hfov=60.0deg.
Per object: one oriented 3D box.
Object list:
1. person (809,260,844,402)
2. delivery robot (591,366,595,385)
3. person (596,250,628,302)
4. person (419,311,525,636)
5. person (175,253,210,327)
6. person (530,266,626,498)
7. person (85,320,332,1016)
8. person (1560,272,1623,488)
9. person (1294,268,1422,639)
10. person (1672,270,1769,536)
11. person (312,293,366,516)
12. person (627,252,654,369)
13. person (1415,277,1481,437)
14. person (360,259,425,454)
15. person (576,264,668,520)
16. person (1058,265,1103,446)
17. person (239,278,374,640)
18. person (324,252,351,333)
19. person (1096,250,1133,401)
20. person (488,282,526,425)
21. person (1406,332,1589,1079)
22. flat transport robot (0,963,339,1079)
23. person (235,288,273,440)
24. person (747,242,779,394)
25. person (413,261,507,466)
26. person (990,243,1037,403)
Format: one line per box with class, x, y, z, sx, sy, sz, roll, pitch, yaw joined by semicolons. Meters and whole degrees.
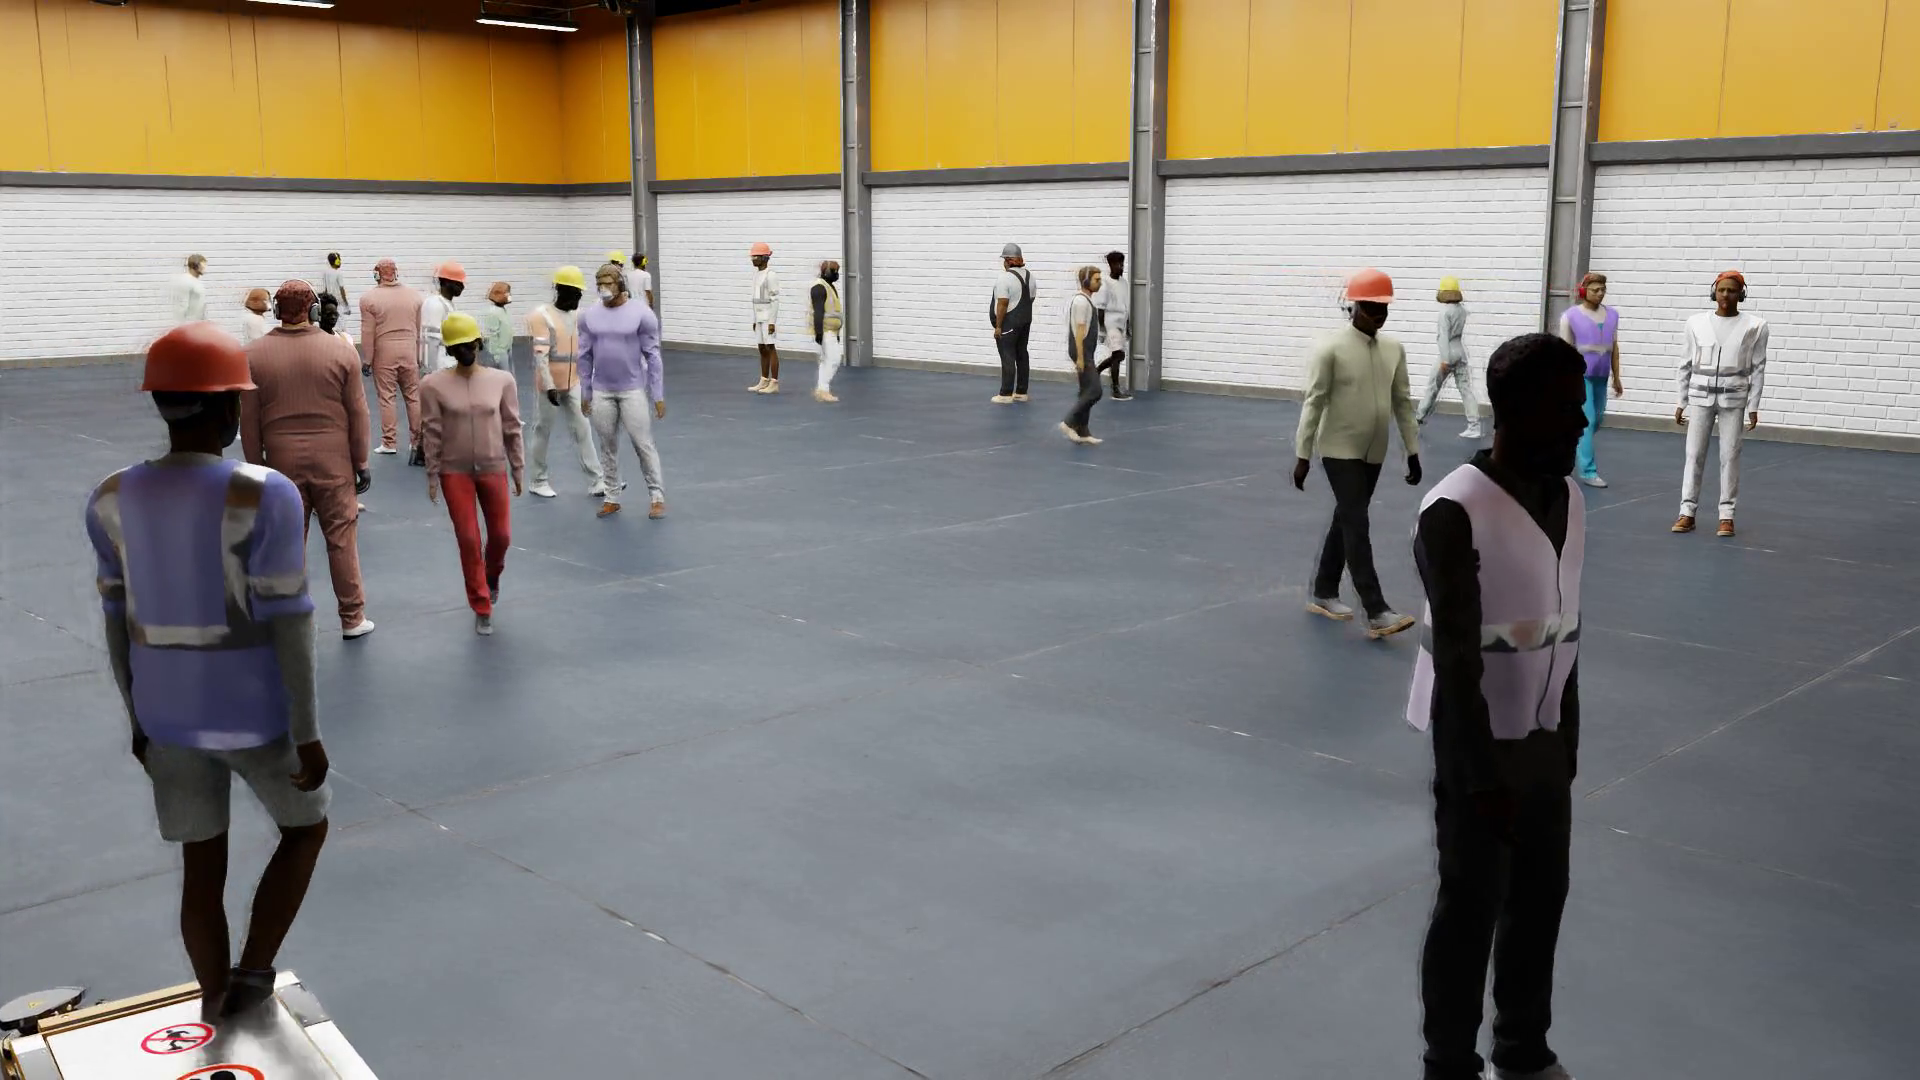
person;-1.673;-2.651;21.197;0.470;1.821;0.640;2;11;12
delivery robot;-4.488;-2.146;21.646;0.707;0.478;0.477;-2;11;-12
person;-5.366;-3.520;25.705;0.498;1.897;0.627;8;13;36
person;-2.650;-0.377;9.035;0.530;1.743;0.577;-5;12;-27
person;-9.725;-2.713;21.347;0.952;1.891;0.646;-2;11;-12
person;-3.161;-1.253;13.406;0.933;1.869;0.614;8;13;37
person;-1.844;0.419;4.175;0.568;1.923;0.400;1;10;5
person;5.373;-1.392;14.317;0.576;1.823;0.777;-4;11;-22
person;2.199;-0.465;8.921;0.665;1.943;0.996;-6;12;-30
person;5.406;-0.970;11.862;0.575;1.885;0.355;6;12;31
person;-4.813;-1.033;12.715;0.319;1.697;0.532;6;12;31
person;-5.088;-3.640;26.532;0.568;1.848;0.343;8;13;36
person;5.172;-1.943;17.691;0.496;1.689;0.951;-9;14;-40
person;-5.559;-1.792;16.290;0.638;1.906;0.403;-9;14;-40
person;-2.547;-1.107;12.557;0.706;1.925;0.368;2;11;9
person;1.285;-1.849;16.793;0.400;1.832;0.552;2;11;10
person;-3.415;-0.408;8.733;0.638;1.910;0.407;-2;11;-13
person;-10.996;-4.126;29.215;0.523;1.838;0.770;9;14;42
person;1.949;-2.796;21.671;0.748;1.937;0.618;7;13;35
person;-5.220;-2.099;18.757;0.546;1.622;0.506;1;10;5
person;1.291;0.473;3.916;0.600;1.917;0.446;-9;14;-41
flat transport robot;-1.737;1.313;3.811;0.652;0.197;1.431;-8;13;-36
person;-7.325;-1.826;17.338;0.849;1.602;0.505;0;10;-2
person;-2.648;-2.978;22.374;0.394;2.044;0.609;-6;12;-30
person;-4.639;-1.612;15.356;0.979;1.883;0.564;-1;10;-6
person;0.629;-2.776;21.282;0.537;2.000;0.682;8;13;38
